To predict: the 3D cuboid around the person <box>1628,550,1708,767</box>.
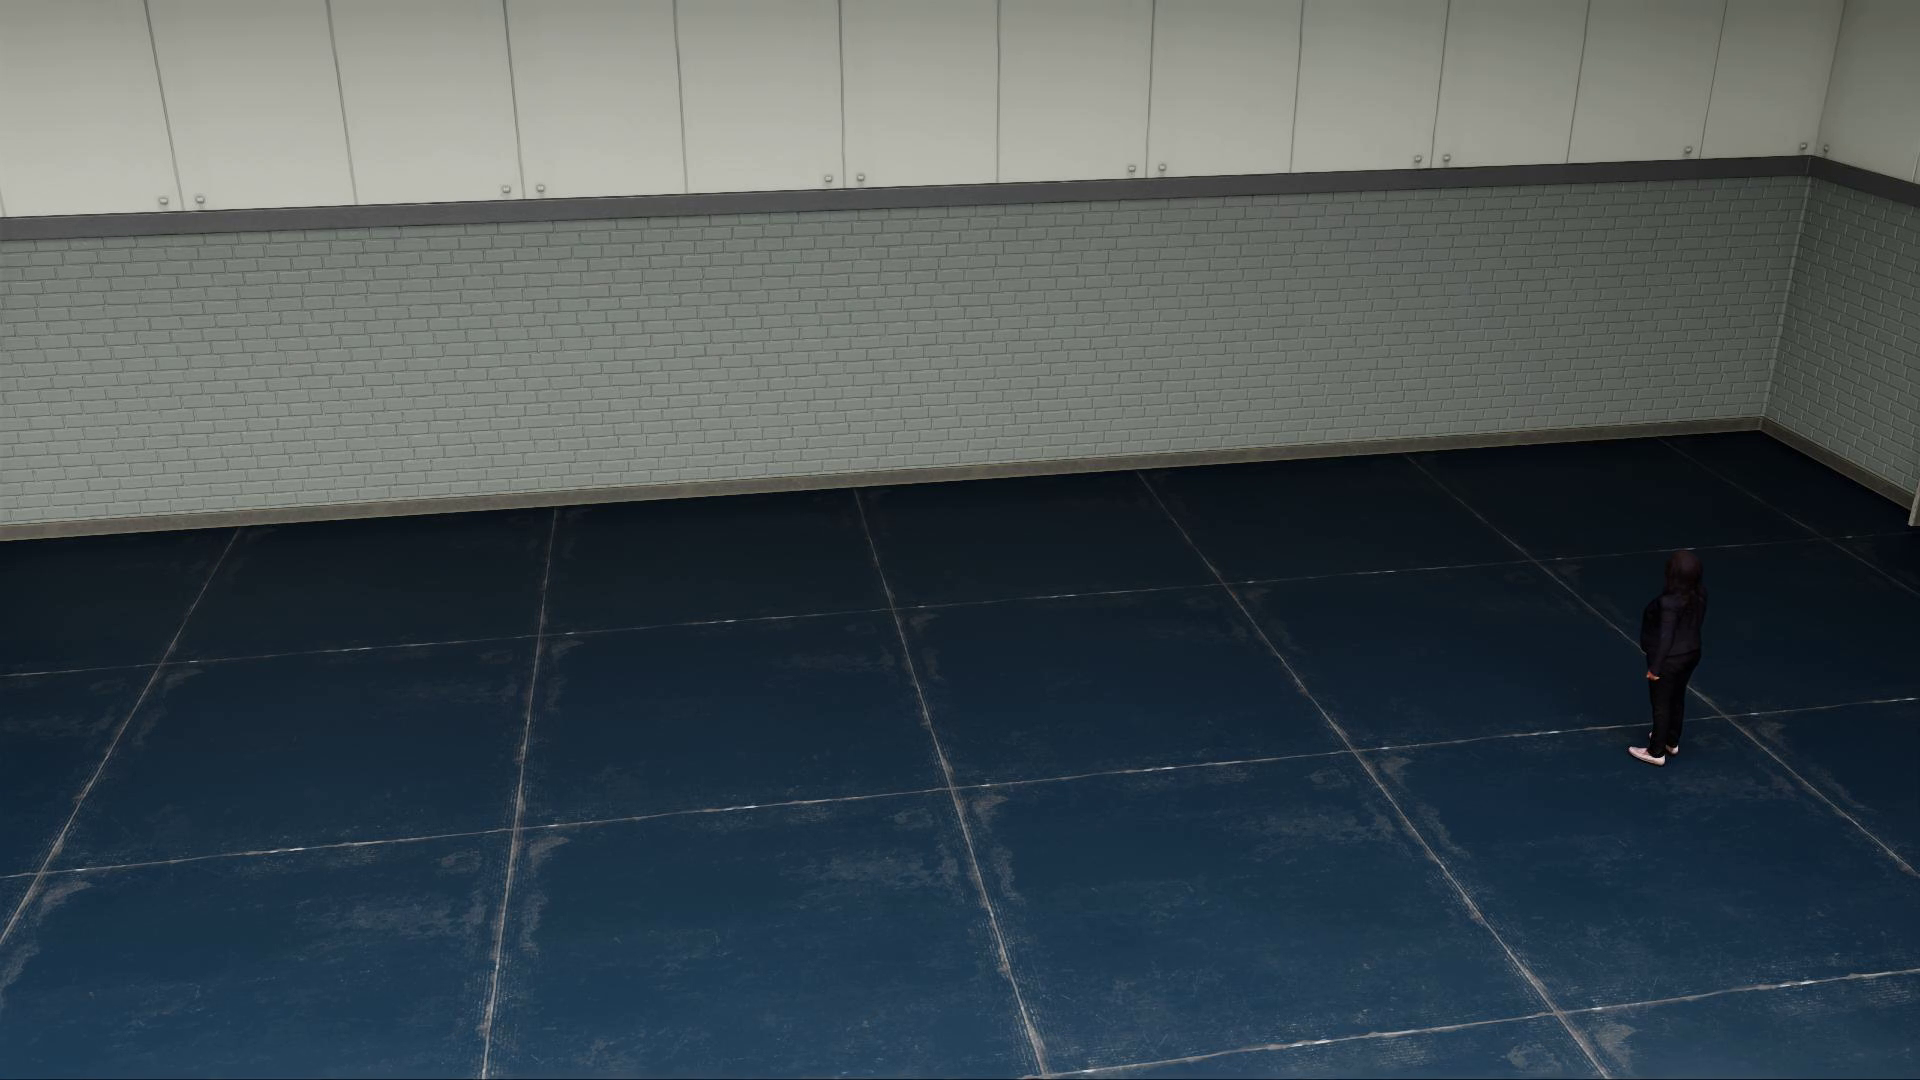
[{"bbox_3d":[5.076,0.832,11.843,0.767,1.615,0.791,-18,29,-37],"label":"person"}]
